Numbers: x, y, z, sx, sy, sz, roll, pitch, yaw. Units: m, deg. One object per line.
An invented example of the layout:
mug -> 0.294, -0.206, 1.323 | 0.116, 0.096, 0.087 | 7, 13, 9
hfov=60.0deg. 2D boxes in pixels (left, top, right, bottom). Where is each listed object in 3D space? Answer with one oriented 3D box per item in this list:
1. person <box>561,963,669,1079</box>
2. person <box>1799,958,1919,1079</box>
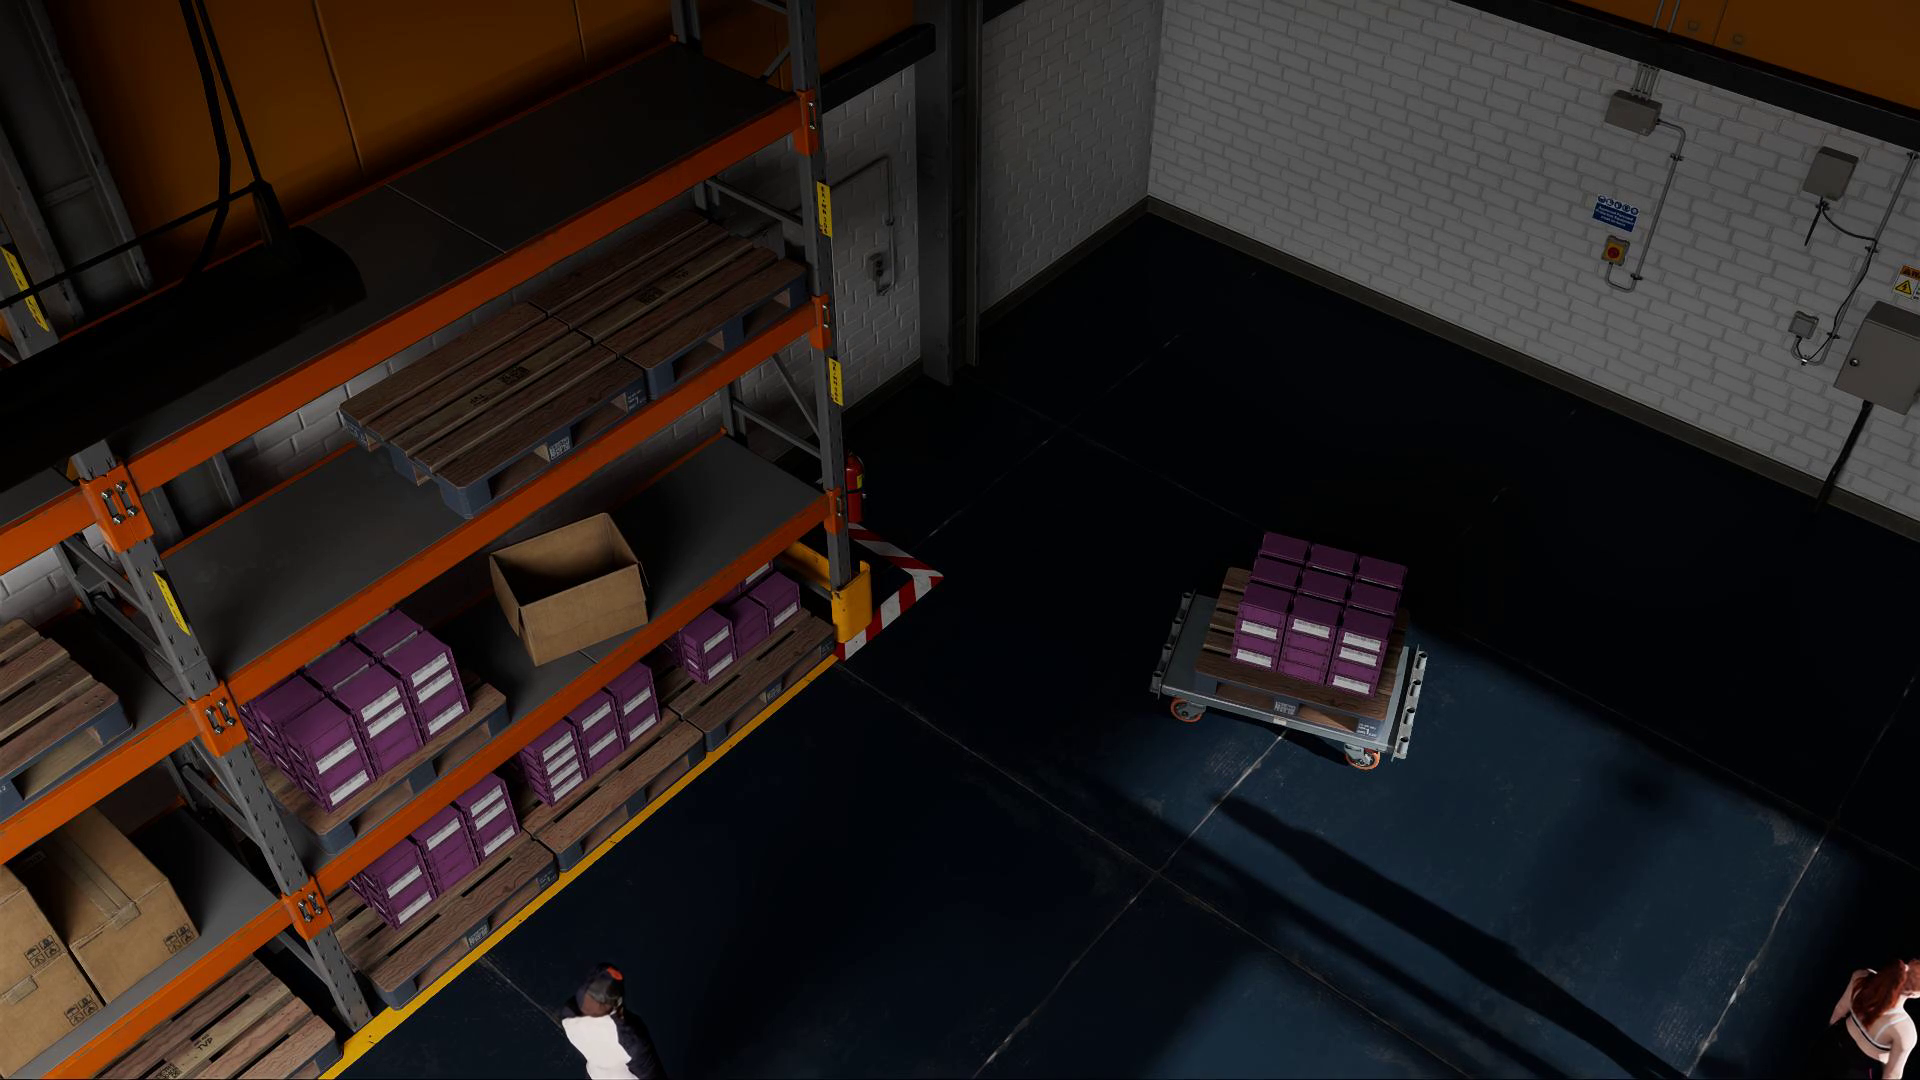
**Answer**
person -> -1.612, 2.631, 8.056 | 0.719, 1.893, 0.648 | 21, 47, 21
person -> 4.386, 2.579, 8.221 | 0.704, 1.742, 0.668 | -8, 44, -8
